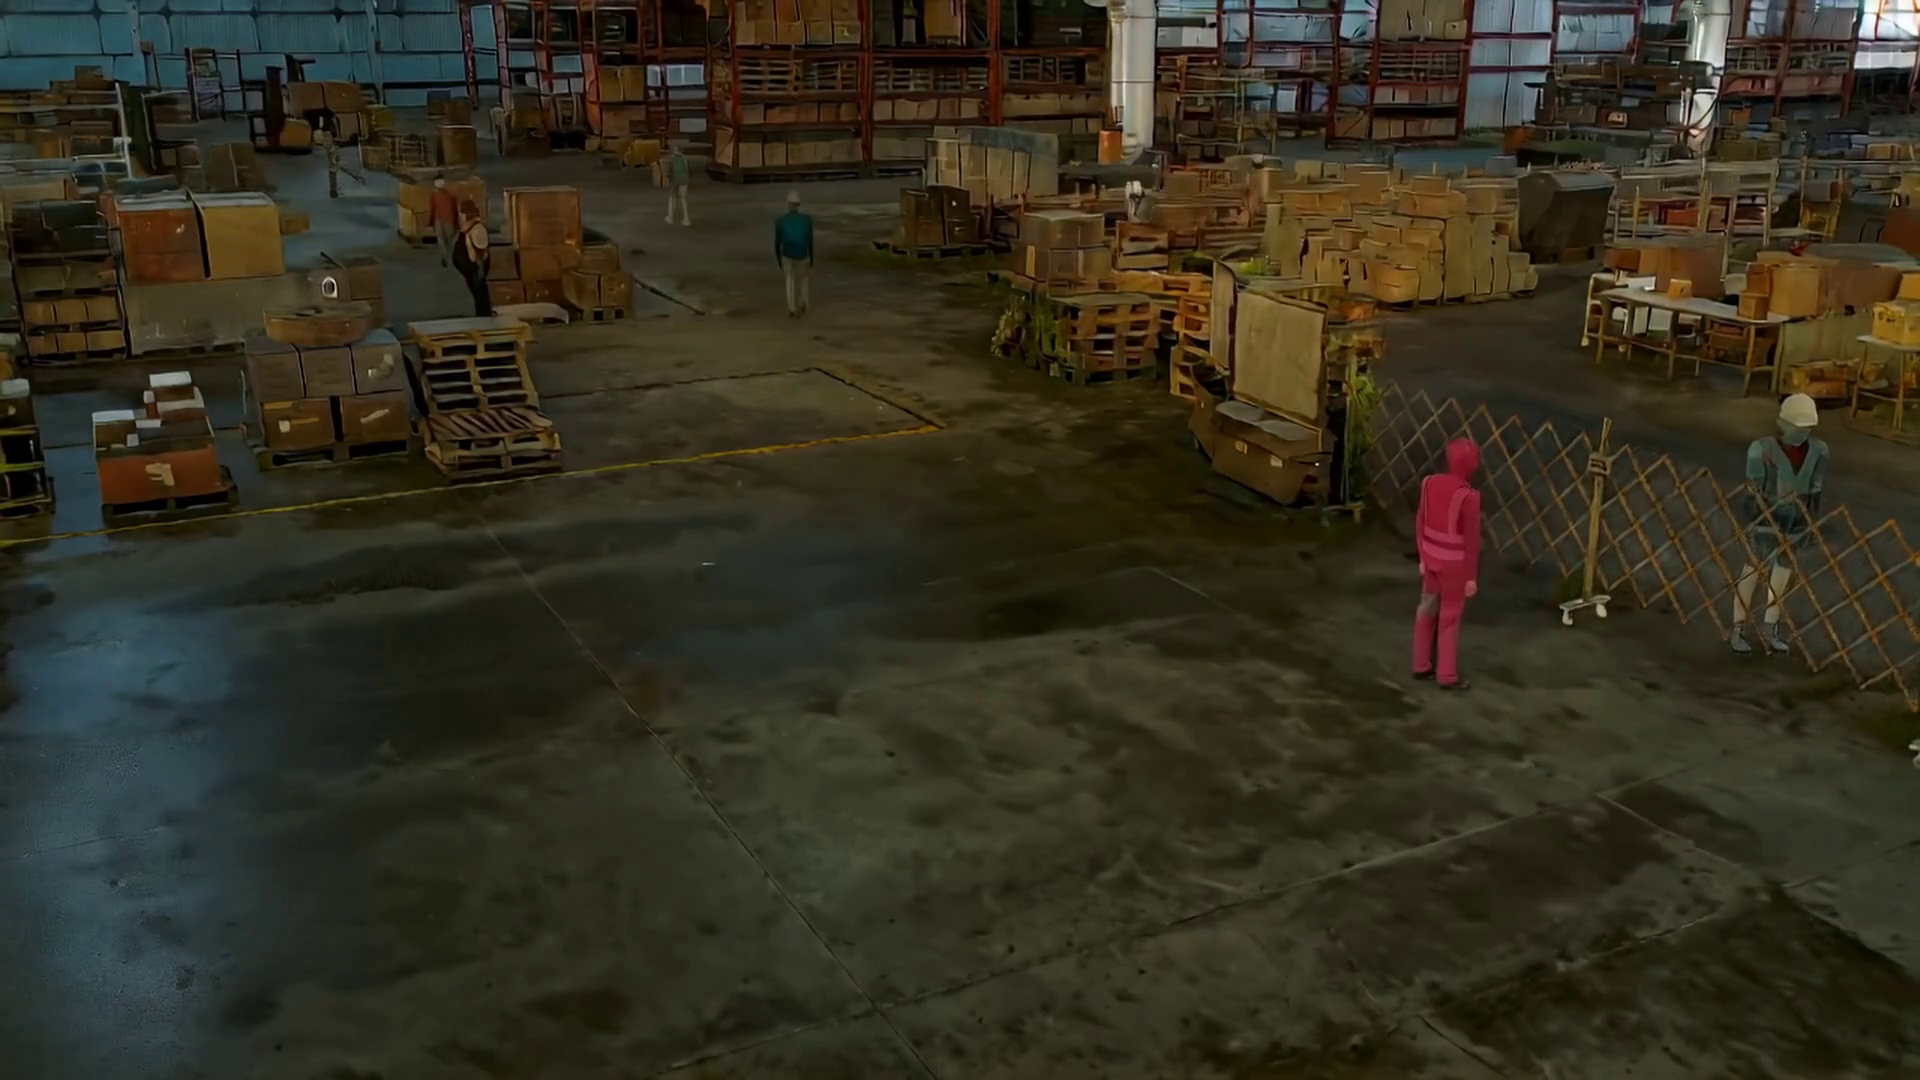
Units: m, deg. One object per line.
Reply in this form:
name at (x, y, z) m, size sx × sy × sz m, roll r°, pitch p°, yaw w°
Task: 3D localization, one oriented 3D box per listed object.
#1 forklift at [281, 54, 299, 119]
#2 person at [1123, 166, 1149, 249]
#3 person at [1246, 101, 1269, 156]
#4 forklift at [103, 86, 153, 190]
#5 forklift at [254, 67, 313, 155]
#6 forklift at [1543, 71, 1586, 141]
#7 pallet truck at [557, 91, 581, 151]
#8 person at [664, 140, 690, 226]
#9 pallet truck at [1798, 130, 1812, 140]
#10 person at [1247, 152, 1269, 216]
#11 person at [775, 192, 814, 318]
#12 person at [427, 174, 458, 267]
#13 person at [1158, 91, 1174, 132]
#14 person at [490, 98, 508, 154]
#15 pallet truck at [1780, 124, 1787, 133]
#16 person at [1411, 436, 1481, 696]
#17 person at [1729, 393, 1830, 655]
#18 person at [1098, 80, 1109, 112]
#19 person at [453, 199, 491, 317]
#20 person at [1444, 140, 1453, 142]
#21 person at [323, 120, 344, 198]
forklift at (-28.241, -19.163, 70.575) m, size 1.873 × 2.768 × 1.129 m, roll -9°, pitch 20°, yaw -26°
person at (3.581, -6.748, 33.799) m, size 0.505 × 1.687 × 0.535 m, roll -7°, pitch 19°, yaw -20°
person at (9.717, -13.405, 54.190) m, size 0.626 × 1.906 × 0.819 m, roll -14°, pitch 22°, yaw -37°
forklift at (-20.948, -10.146, 42.466) m, size 1.873 × 2.768 × 1.129 m, roll -9°, pitch 20°, yaw -26°
forklift at (-22.858, -14.386, 55.683) m, size 1.873 × 2.768 × 1.129 m, roll -9°, pitch 20°, yaw -26°
forklift at (18.685, -13.231, 52.085) m, size 1.873 × 2.768 × 1.129 m, roll -9°, pitch 20°, yaw -26°
pallet truck at (-13.495, -14.412, 57.188) m, size 0.823 × 1.965 × 1.885 m, roll -3°, pitch 18°, yaw -9°
person at (-6.413, -8.104, 37.699) m, size 0.554 × 1.881 × 0.996 m, roll -11°, pitch 21°, yaw -31°
pallet truck at (25.526, -11.556, 49.408) m, size 1.630 × 1.274 × 0.653 m, roll -9°, pitch 20°, yaw -26°
person at (6.419, -7.369, 35.558) m, size 0.795 × 1.811 × 0.601 m, roll -8°, pitch 19°, yaw -23°
person at (-2.636, -4.581, 26.613) m, size 0.641 × 1.946 × 0.974 m, roll 0°, pitch 18°, yaw 1°
person at (-9.877, -6.126, 31.791) m, size 0.543 × 1.711 × 0.895 m, roll -4°, pitch 18°, yaw -11°
person at (8.230, -16.945, 65.723) m, size 0.848 × 1.587 × 0.540 m, roll 3°, pitch 18°, yaw 9°
person at (-15.347, -13.772, 55.429) m, size 0.523 × 1.856 × 0.703 m, roll -4°, pitch 18°, yaw -11°
pallet truck at (25.206, -12.542, 52.601) m, size 1.601 × 1.201 × 0.680 m, roll 0°, pitch 18°, yaw -2°
person at (3.483, 0.180, 11.881) m, size 0.362 × 1.883 × 0.576 m, roll -7°, pitch 19°, yaw -22°
person at (6.182, -0.109, 12.524) m, size 0.611 × 2.042 × 0.394 m, roll 0°, pitch 18°, yaw -1°
person at (6.116, -18.182, 69.152) m, size 0.551 × 1.899 × 0.982 m, roll 12°, pitch 21°, yaw 33°
person at (-7.300, -4.077, 24.897) m, size 0.539 × 2.000 × 0.689 m, roll -8°, pitch 20°, yaw -24°
person at (17.890, -15.353, 60.707) m, size 0.498 × 1.634 × 0.279 m, roll -17°, pitch 24°, yaw -42°
person at (-16.247, -9.854, 43.039) m, size 0.377 × 1.959 × 0.603 m, roll -4°, pitch 18°, yaw -13°
